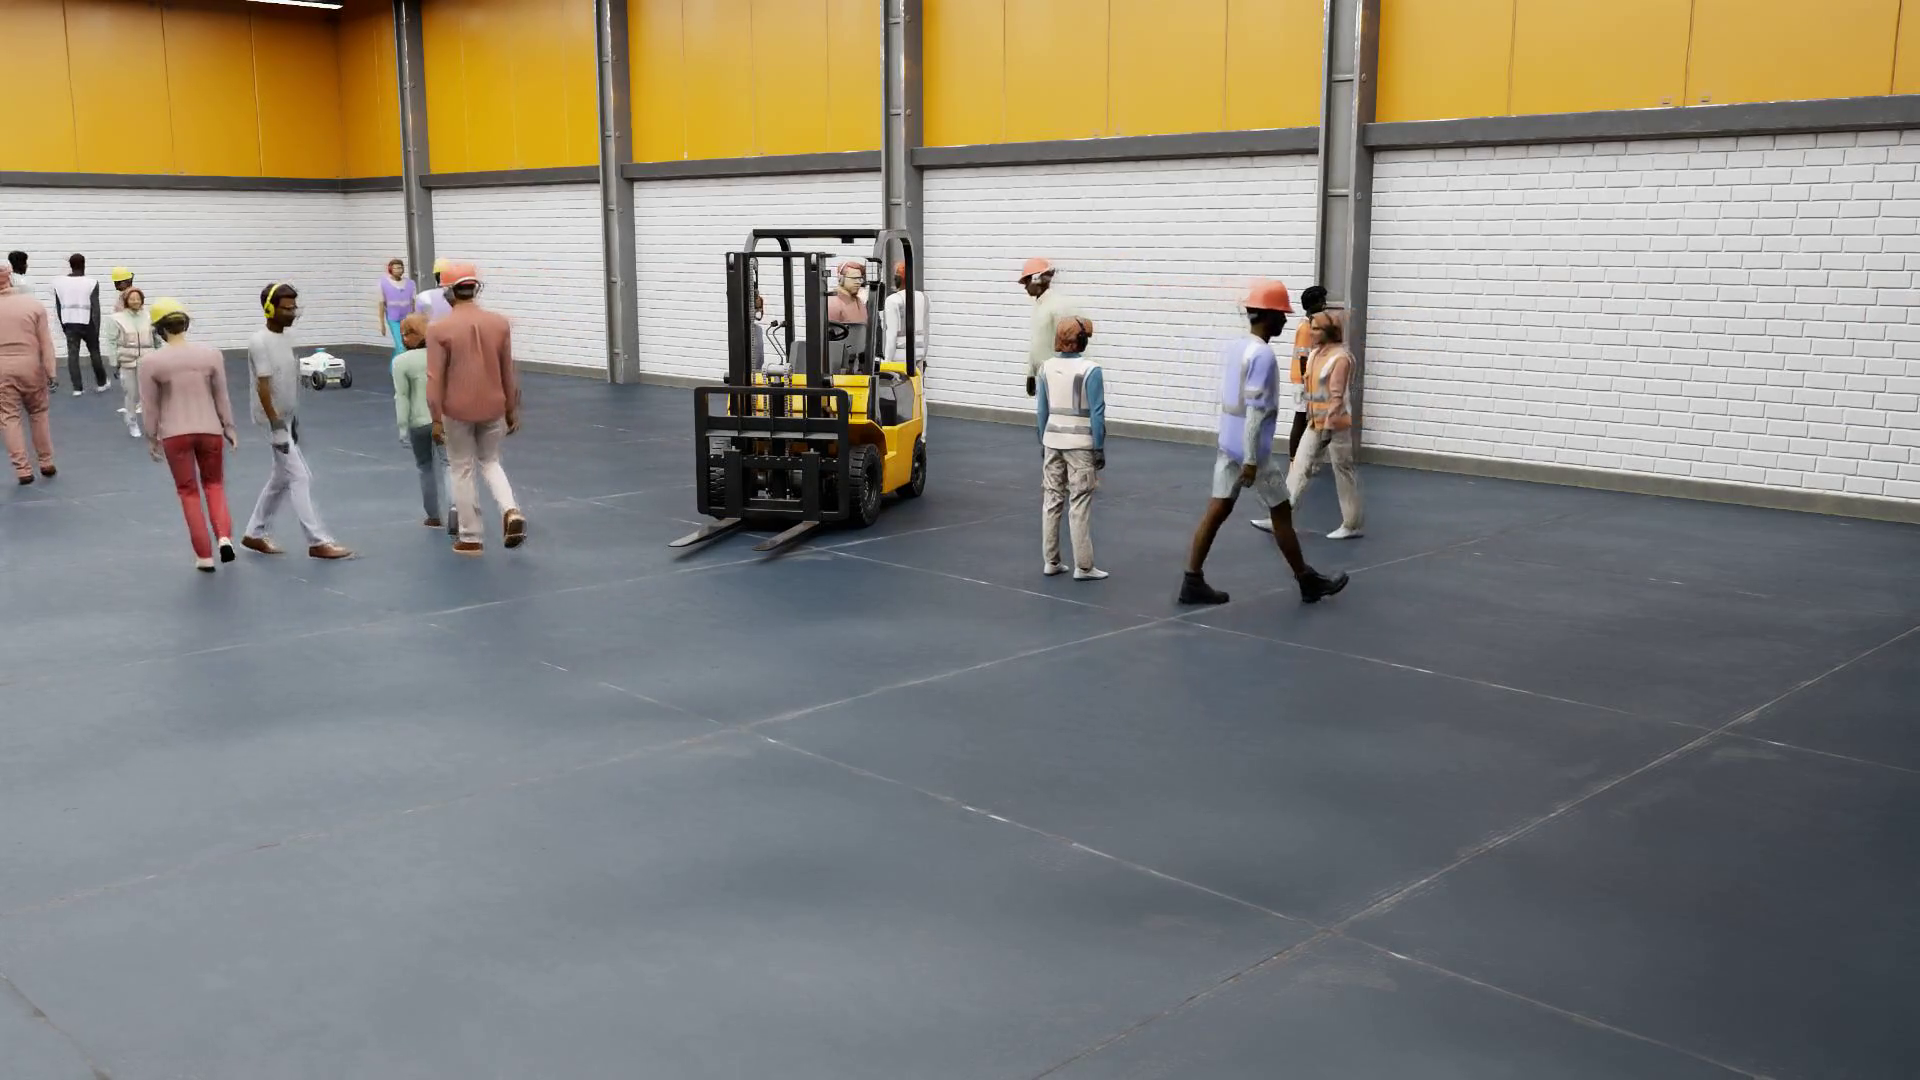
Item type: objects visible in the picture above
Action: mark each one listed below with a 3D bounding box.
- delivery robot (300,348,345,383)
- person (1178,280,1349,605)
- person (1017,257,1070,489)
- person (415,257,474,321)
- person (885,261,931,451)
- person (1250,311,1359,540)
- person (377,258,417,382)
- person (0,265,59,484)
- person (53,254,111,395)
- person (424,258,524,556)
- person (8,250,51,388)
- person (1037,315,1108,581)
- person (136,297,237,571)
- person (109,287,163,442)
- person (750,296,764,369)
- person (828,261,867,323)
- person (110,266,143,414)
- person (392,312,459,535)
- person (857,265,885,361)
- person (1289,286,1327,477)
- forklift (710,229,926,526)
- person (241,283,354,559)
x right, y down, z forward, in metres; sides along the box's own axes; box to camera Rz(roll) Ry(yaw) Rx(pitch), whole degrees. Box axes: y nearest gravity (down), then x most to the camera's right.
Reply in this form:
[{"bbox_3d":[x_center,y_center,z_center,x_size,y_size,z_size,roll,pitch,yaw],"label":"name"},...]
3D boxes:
[{"bbox_3d":[-8.895,-2.431,23.197,0.707,0.478,0.477,9,14,40],"label":"delivery robot"},{"bbox_3d":[1.731,-0.546,9.579,1.005,1.873,0.558,-2,11,-11],"label":"person"},{"bbox_3d":[0.761,-1.389,13.964,0.555,1.947,0.642,-3,11,-14],"label":"person"},{"bbox_3d":[-5.198,-1.899,16.836,0.606,1.911,0.636,-6,12,-30],"label":"person"},{"bbox_3d":[-0.530,-1.781,16.286,0.355,1.883,0.574,10,14,42],"label":"person"},{"bbox_3d":[2.458,-0.779,11.567,0.824,1.595,0.545,-3,11,-16],"label":"person"},{"bbox_3d":[-8.101,-3.153,23.989,0.582,1.812,0.910,-10,14,-44],"label":"person"},{"bbox_3d":[-8.223,-1.442,14.468,0.669,1.868,0.866,-5,11,-25],"label":"person"},{"bbox_3d":[-11.904,-2.924,22.565,0.596,1.871,0.963,-2,11,-11],"label":"person"},{"bbox_3d":[-3.194,-0.856,10.956,0.624,1.980,0.559,-9,14,-42],"label":"person"},{"bbox_3d":[-13.021,-3.023,22.936,0.610,1.936,0.890,3,11,17],"label":"person"},{"bbox_3d":[0.689,-0.566,10.326,0.314,1.639,0.515,-10,14,-43],"label":"person"},{"bbox_3d":[-4.895,-0.664,10.550,0.546,1.738,0.401,-8,13,-38],"label":"person"},{"bbox_3d":[-8.597,-1.842,17.378,0.525,1.598,0.863,-7,12,-33],"label":"person"},{"bbox_3d":[-1.866,-1.380,14.784,0.289,1.632,0.497,3,11,18],"label":"person"},{"bbox_3d":[-0.968,-1.485,14.613,0.402,1.904,0.652,4,11,20],"label":"person"},{"bbox_3d":[-9.970,-2.392,19.956,0.522,1.763,0.320,9,13,39],"label":"person"},{"bbox_3d":[-3.756,-0.830,11.867,0.510,1.593,0.772,-6,12,-28],"label":"person"},{"bbox_3d":[-1.093,-1.978,17.544,0.681,1.823,0.452,7,13,35],"label":"person"},{"bbox_3d":[3.096,-1.411,14.796,0.318,1.691,0.532,3,11,18],"label":"person"},{"bbox_3d":[-1.050,-1.319,12.920,1.214,2.155,2.313,2,11,13],"label":"forklift"},{"bbox_3d":[-4.427,-0.772,10.998,0.827,1.836,0.571,0,10,0],"label":"person"}]
